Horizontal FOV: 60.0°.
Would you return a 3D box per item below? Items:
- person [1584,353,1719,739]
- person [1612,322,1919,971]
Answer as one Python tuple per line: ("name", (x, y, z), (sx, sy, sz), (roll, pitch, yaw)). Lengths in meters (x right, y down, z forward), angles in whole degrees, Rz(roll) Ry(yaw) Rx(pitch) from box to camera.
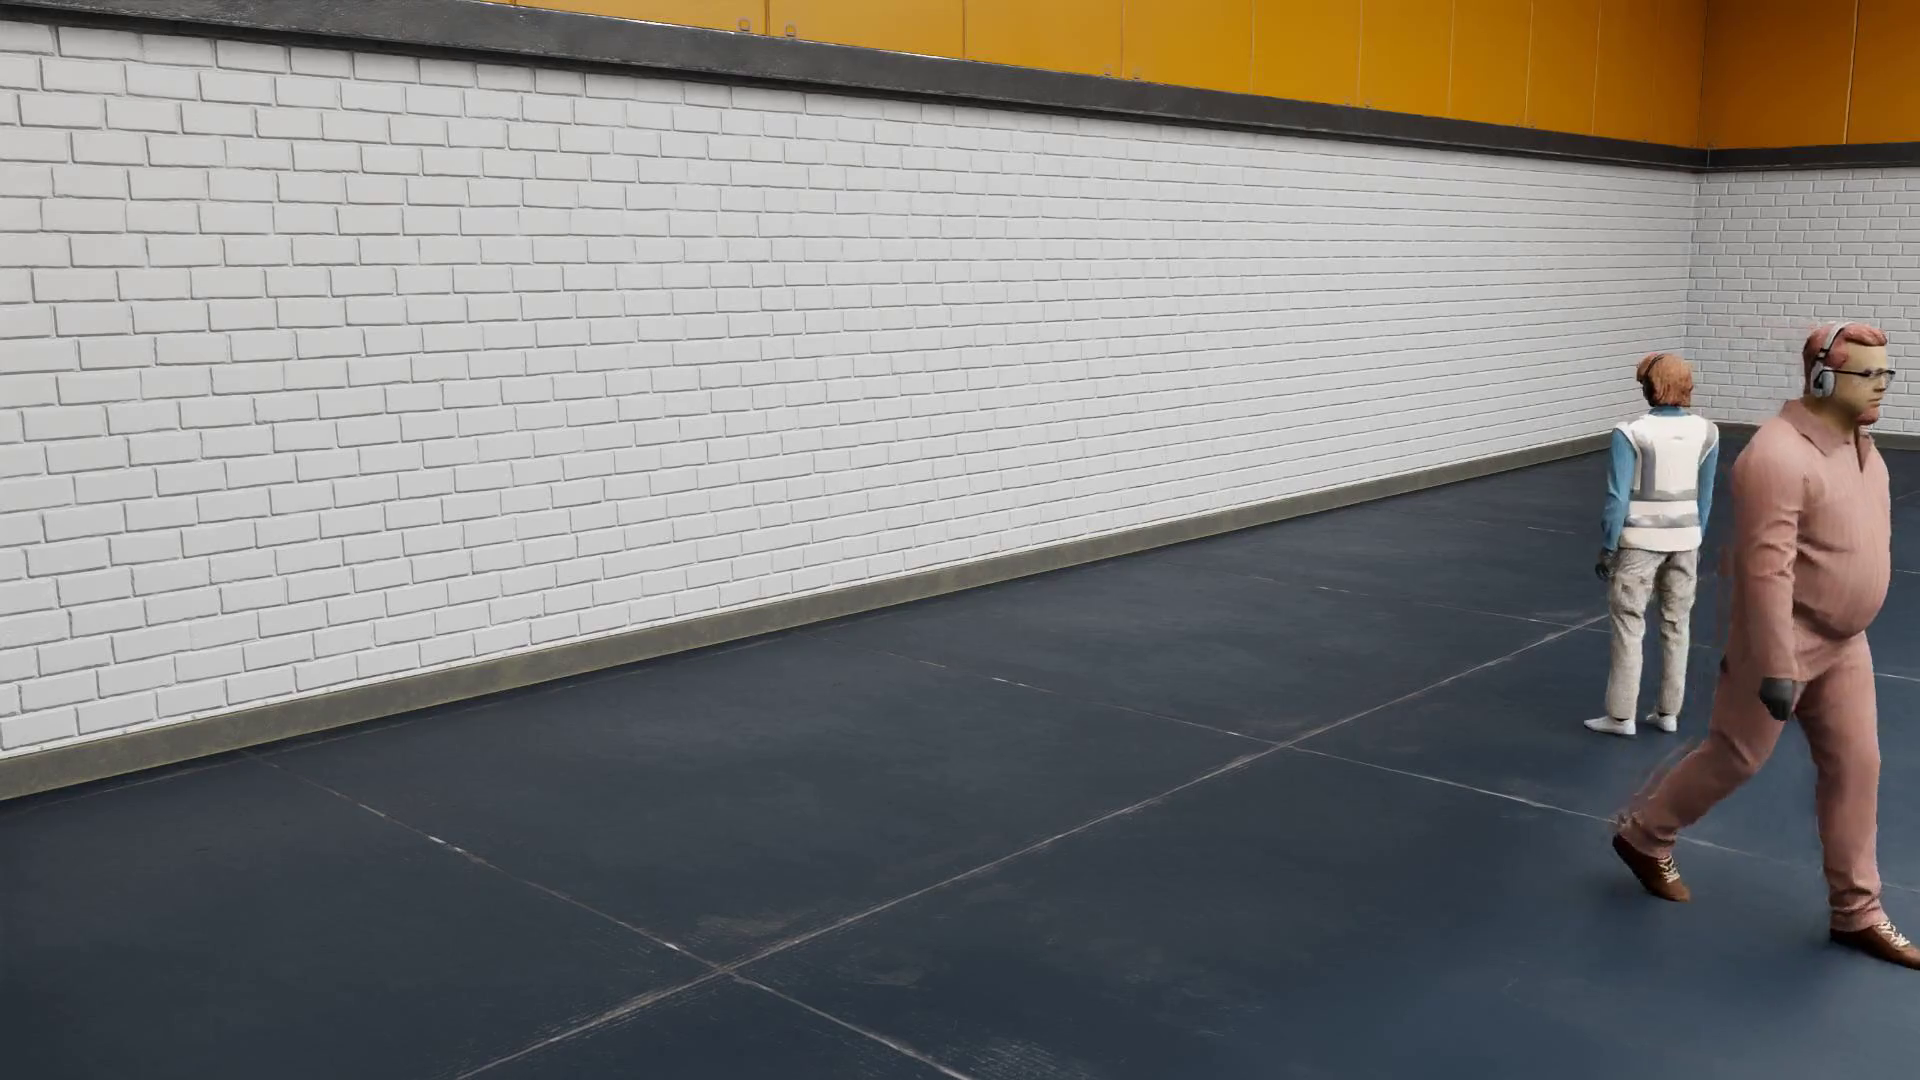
("person", (2.948, 0.037, 7.048), (0.540, 1.637, 0.316), (-2, 10, -13))
("person", (2.460, 0.278, 5.000), (0.653, 1.872, 0.926), (-7, 12, -33))
